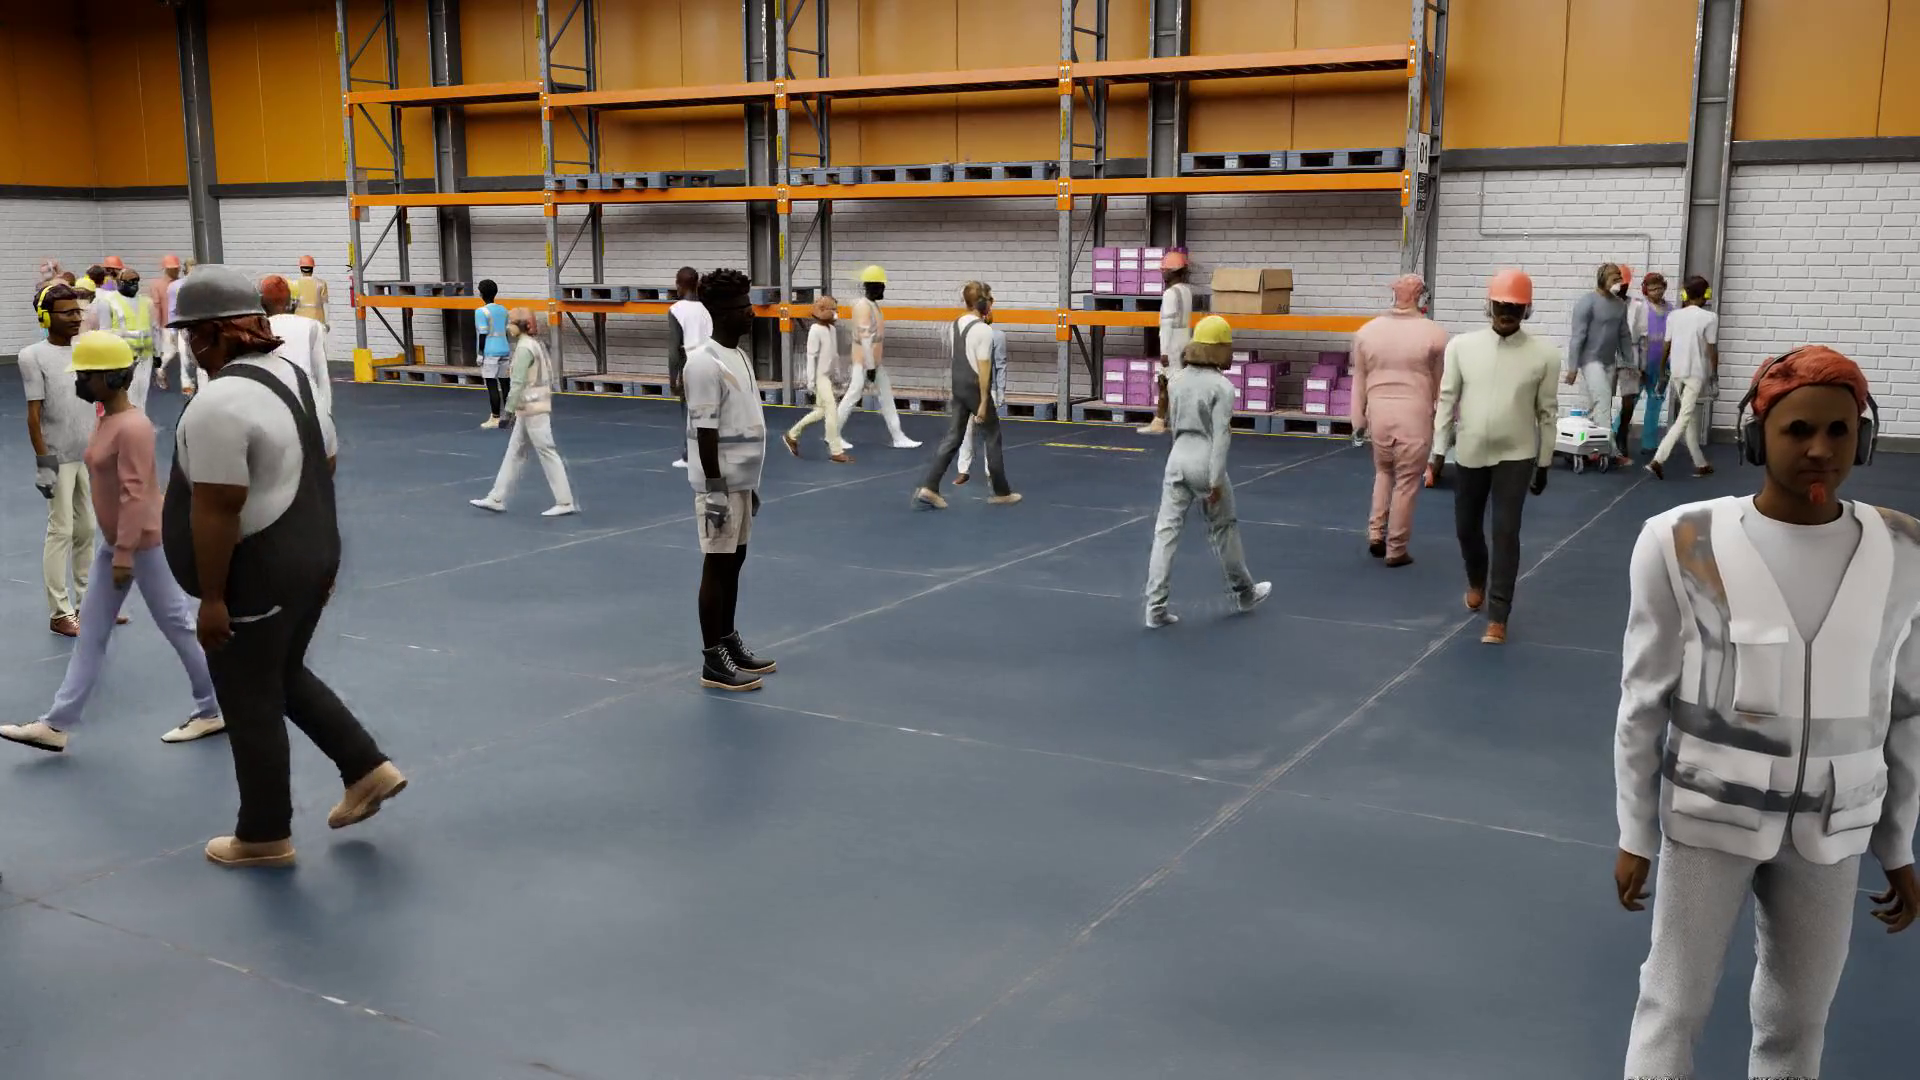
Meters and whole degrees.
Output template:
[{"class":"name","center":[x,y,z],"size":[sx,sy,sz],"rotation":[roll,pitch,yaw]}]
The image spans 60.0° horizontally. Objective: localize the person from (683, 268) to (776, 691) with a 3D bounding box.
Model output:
[{"class":"person","center":[-1.087,-0.288,7.837],"size":[0.367,1.966,0.606],"rotation":[1,10,7]}]

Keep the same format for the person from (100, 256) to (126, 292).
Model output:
[{"class":"person","center":[-12.754,-3.322,25.138],"size":[0.401,1.928,0.554],"rotation":[-4,11,-21]}]

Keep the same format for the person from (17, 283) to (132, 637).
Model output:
[{"class":"person","center":[-4.742,-0.426,8.890],"size":[0.328,1.872,0.514],"rotation":[1,10,8]}]

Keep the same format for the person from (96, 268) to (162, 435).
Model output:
[{"class":"person","center":[-8.943,-2.012,17.990],"size":[0.448,1.829,0.645],"rotation":[6,12,30]}]

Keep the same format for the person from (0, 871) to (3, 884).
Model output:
[{"class":"person","center":[-3.309,0.151,5.140],"size":[0.611,2.040,0.393],"rotation":[3,11,19]}]

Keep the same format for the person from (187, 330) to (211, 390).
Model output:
[{"class":"person","center":[-8.955,-2.353,19.913],"size":[0.430,1.850,0.630],"rotation":[5,11,26]}]

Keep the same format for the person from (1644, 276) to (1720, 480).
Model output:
[{"class":"person","center":[6.449,-1.437,14.790],"size":[0.957,1.821,0.544],"rotation":[-6,12,-29]}]

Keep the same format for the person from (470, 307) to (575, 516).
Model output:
[{"class":"person","center":[-3.364,-0.963,12.695],"size":[0.834,1.598,0.524],"rotation":[-2,10,-12]}]

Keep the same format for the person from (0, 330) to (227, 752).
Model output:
[{"class":"person","center":[-3.455,0.025,6.731],"size":[0.877,1.717,0.547],"rotation":[-9,14,-42]}]

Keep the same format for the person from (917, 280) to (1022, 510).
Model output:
[{"class":"person","center":[0.075,-1.136,13.094],"size":[0.934,1.813,0.511],"rotation":[-9,13,-40]}]

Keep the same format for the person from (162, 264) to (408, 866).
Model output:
[{"class":"person","center":[-2.313,0.078,5.550],"size":[0.632,2.000,0.712],"rotation":[0,10,-2]}]

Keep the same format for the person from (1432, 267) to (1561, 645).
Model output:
[{"class":"person","center":[2.879,-0.479,8.939],"size":[0.624,1.965,0.886],"rotation":[5,11,25]}]

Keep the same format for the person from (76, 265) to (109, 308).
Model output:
[{"class":"person","center":[-10.321,-2.348,19.854],"size":[0.900,1.833,0.561],"rotation":[8,13,39]}]

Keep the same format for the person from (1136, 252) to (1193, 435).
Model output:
[{"class":"person","center":[2.391,-2.107,18.019],"size":[0.915,2.018,0.614],"rotation":[5,11,26]}]

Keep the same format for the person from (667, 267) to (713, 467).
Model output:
[{"class":"person","center":[-2.391,-1.562,15.297],"size":[0.807,1.891,0.597],"rotation":[7,12,34]}]

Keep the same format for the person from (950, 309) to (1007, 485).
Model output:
[{"class":"person","center":[0.158,-1.287,14.432],"size":[0.498,1.633,0.282],"rotation":[2,10,13]}]

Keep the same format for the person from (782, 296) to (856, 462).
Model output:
[{"class":"person","center":[-1.377,-1.556,16.044],"size":[0.739,1.602,0.502],"rotation":[3,10,16]}]

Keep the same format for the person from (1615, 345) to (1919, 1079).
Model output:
[{"class":"person","center":[1.559,0.569,3.220],"size":[0.575,1.881,0.356],"rotation":[1,10,7]}]

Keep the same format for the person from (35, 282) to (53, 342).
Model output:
[{"class":"person","center":[-12.154,-2.657,22.317],"size":[0.882,1.593,0.525],"rotation":[3,10,15]}]

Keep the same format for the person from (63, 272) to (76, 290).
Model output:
[{"class":"person","center":[-15.156,-3.752,28.390],"size":[0.504,1.632,0.270],"rotation":[-6,12,-32]}]

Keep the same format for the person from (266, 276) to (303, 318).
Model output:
[{"class":"person","center":[-5.250,-1.135,12.994],"size":[0.404,1.836,0.600],"rotation":[-5,11,-26]}]

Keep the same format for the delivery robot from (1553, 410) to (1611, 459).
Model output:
[{"class":"delivery robot","center":[5.692,-0.965,15.398],"size":[0.477,0.478,0.707],"rotation":[-3,10,-15]}]

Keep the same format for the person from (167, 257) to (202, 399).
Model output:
[{"class":"person","center":[-9.971,-2.720,21.717],"size":[0.653,1.926,0.472],"rotation":[-4,11,-23]}]

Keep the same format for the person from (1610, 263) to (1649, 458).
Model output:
[{"class":"person","center":[6.277,-1.685,15.910],"size":[0.573,1.905,0.515],"rotation":[3,11,18]}]

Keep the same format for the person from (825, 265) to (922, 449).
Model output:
[{"class":"person","center":[-0.925,-1.845,16.916],"size":[1.020,1.876,0.603],"rotation":[2,10,12]}]

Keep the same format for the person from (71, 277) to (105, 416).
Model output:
[{"class":"person","center":[-9.484,-1.964,17.989],"size":[0.527,1.740,0.762],"rotation":[0,10,2]}]

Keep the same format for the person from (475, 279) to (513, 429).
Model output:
[{"class":"person","center":[-5.306,-2.111,18.909],"size":[0.322,1.699,0.536],"rotation":[4,11,22]}]

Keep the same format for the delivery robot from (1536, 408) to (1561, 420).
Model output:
[{"class":"delivery robot","center":[5.627,-1.092,16.118],"size":[0.477,0.478,0.707],"rotation":[-1,10,-5]}]

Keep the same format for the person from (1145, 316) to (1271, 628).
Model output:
[{"class":"person","center":[1.355,-0.382,9.165],"size":[0.937,1.685,0.495],"rotation":[-10,14,-43]}]

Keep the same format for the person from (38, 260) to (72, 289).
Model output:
[{"class":"person","center":[-12.444,-2.914,23.001],"size":[0.393,1.875,0.916],"rotation":[-2,10,-13]}]

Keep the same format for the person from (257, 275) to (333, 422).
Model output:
[{"class":"person","center":[-4.675,-0.892,11.521],"size":[0.413,1.868,0.617],"rotation":[9,13,41]}]

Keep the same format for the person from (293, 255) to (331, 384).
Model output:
[{"class":"person","center":[-9.651,-3.255,24.716],"size":[0.543,1.939,0.359],"rotation":[-4,11,-21]}]

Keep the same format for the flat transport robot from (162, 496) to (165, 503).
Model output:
[{"class":"flat transport robot","center":[-5.815,-0.418,13.370],"size":[0.652,0.197,1.431],"rotation":[1,10,5]}]

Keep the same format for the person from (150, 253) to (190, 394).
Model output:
[{"class":"person","center":[-11.026,-3.022,23.308],"size":[0.603,1.974,0.613],"rotation":[8,13,39]}]

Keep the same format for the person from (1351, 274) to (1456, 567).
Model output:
[{"class":"person","center":[2.887,-0.766,10.757],"size":[0.661,1.887,0.485],"rotation":[8,13,37]}]

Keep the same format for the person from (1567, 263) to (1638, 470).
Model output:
[{"class":"person","center":[6.032,-1.597,15.402],"size":[0.653,1.904,0.890],"rotation":[-7,12,-33]}]

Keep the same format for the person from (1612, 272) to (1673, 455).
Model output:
[{"class":"person","center":[6.731,-1.727,16.410],"size":[0.728,1.821,0.455],"rotation":[-6,12,-30]}]
